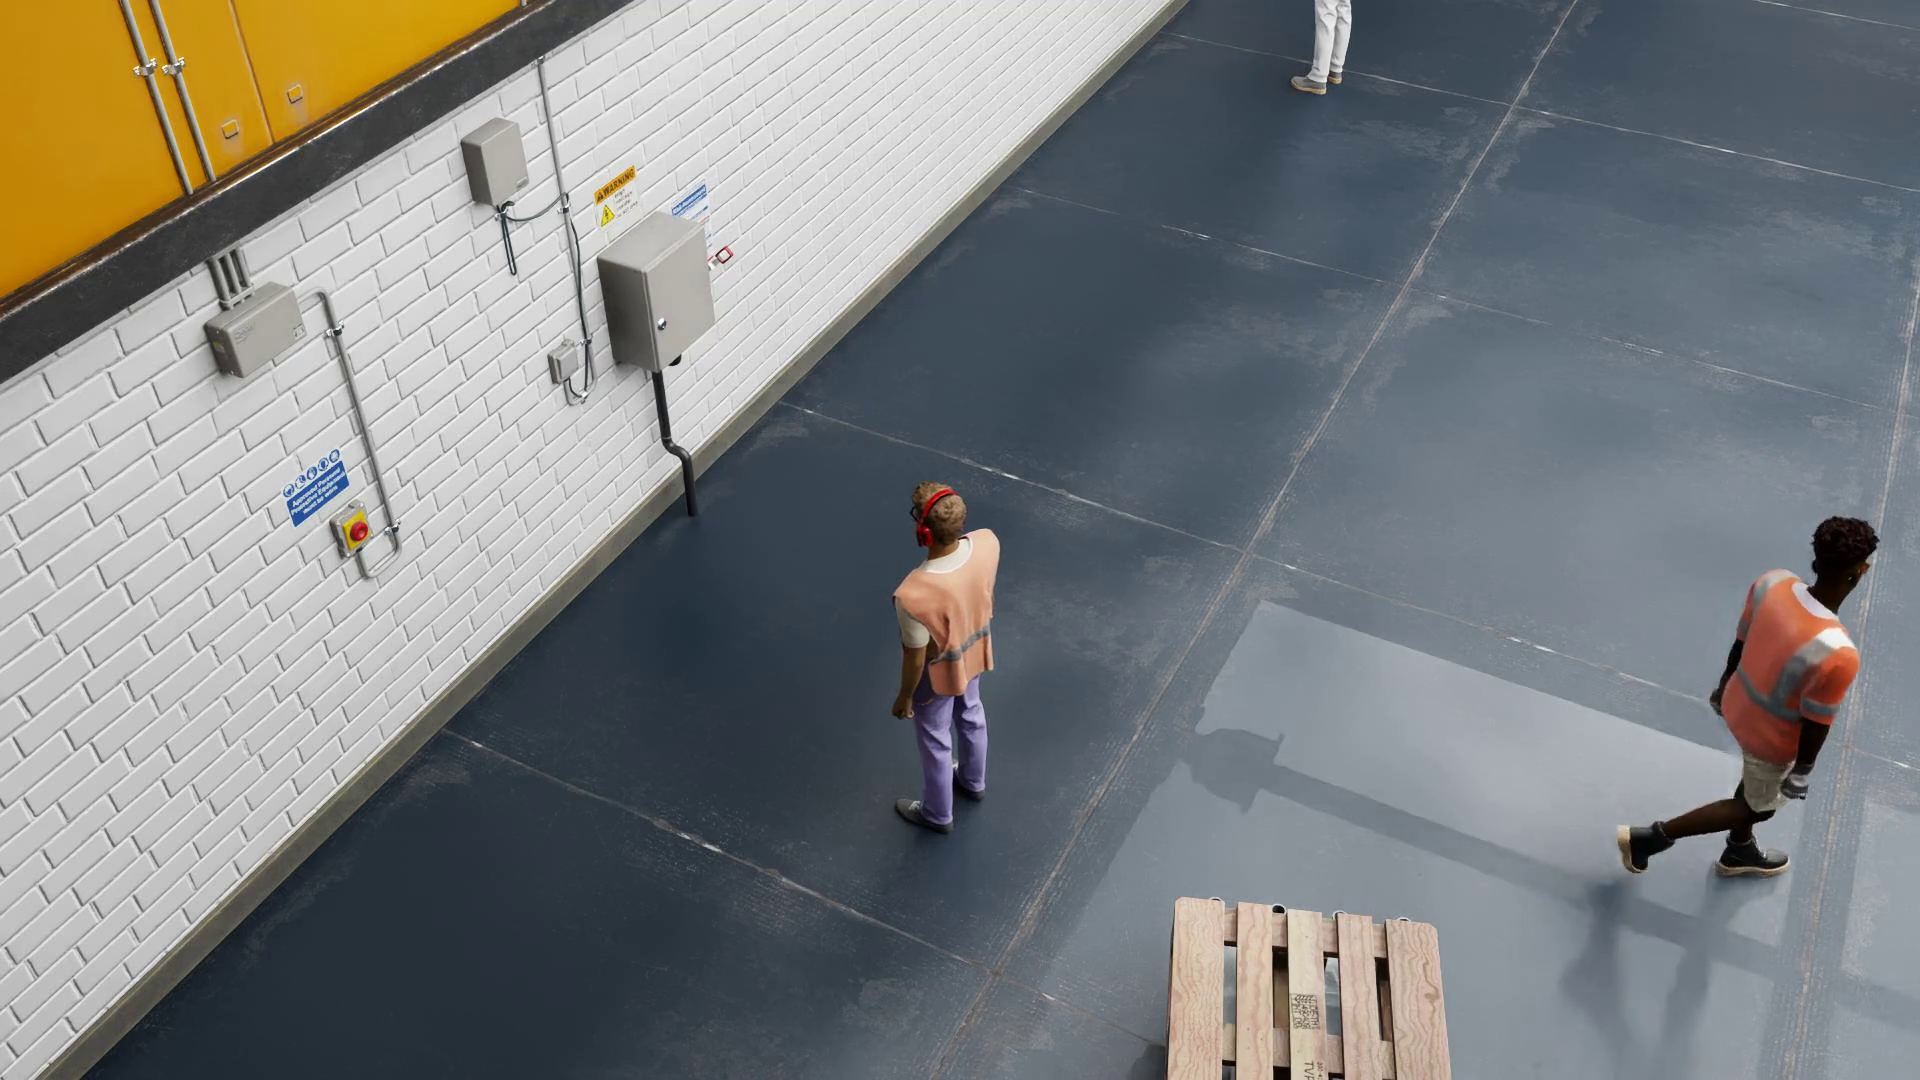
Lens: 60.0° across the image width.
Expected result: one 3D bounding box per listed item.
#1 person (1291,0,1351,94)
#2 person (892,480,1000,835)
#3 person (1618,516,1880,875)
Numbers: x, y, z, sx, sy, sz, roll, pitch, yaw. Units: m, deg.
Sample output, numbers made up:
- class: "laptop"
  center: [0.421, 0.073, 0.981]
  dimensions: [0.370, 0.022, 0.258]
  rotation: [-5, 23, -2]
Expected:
- class: "person"
  center: [2.843, -4.326, 12.618]
  dimensions: [0.356, 1.883, 0.572]
  rotation: [32, 50, 32]
- class: "person"
  center: [-0.056, 0.528, 7.018]
  dimensions: [0.377, 1.843, 0.569]
  rotation: [29, 48, 29]
- class: "person"
  center: [3.234, 0.722, 6.732]
  dimensions: [0.776, 1.922, 0.618]
  rotation: [-1, 41, -1]
